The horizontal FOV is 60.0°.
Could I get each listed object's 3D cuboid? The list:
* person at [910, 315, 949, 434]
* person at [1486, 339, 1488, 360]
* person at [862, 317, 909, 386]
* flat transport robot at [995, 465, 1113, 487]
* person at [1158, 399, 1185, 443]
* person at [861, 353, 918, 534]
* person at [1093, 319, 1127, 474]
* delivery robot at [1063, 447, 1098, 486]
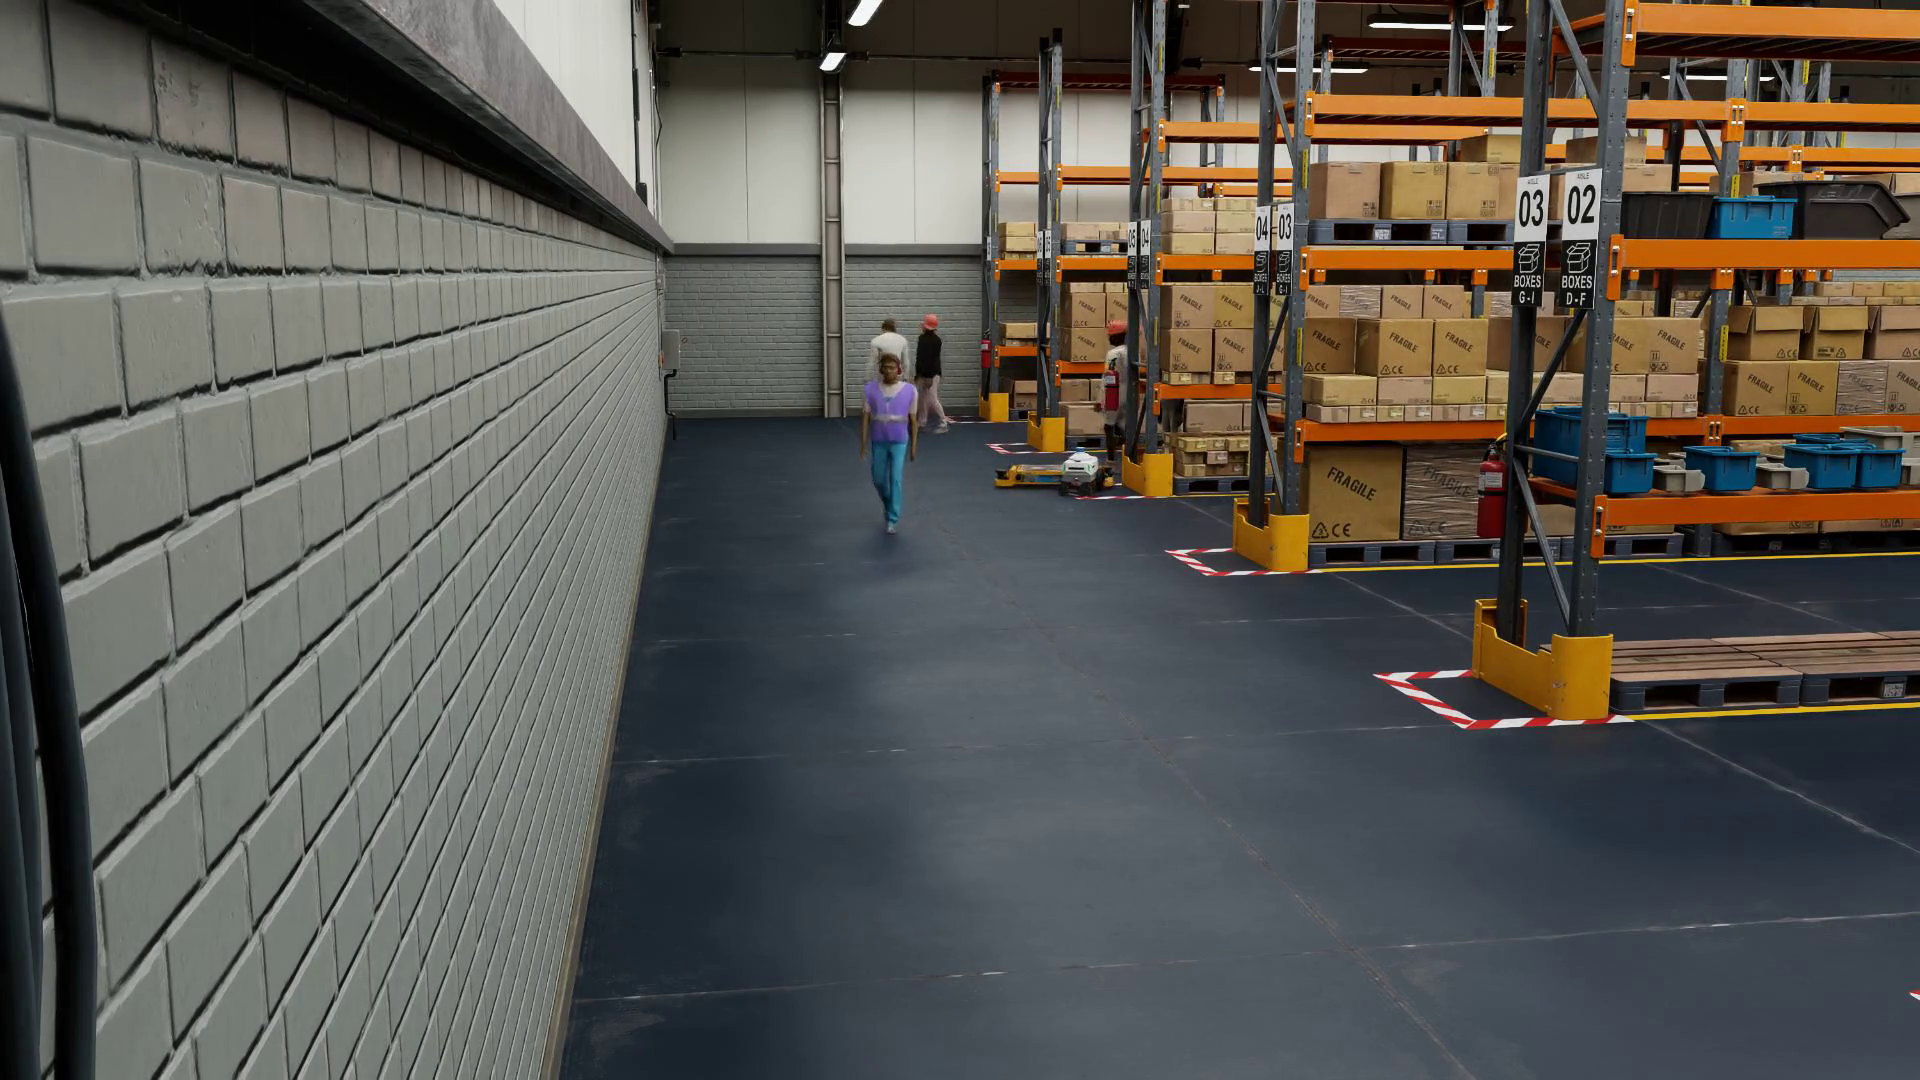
[{"bbox_3d":[-0.497,-2.695,27.094,0.432,1.949,0.711,-5,11,-29],"label":"person"},{"bbox_3d":[5.918,-1.287,18.482,0.998,1.914,0.617,1,9,8],"label":"person"},{"bbox_3d":[-1.218,-2.601,26.597,0.691,1.914,0.579,-8,12,-39],"label":"person"},{"bbox_3d":[1.163,-0.794,20.489,1.431,0.197,0.652,1,9,3],"label":"flat transport robot"},{"bbox_3d":[2.608,-1.611,20.655,0.333,1.860,0.509,-4,10,-25],"label":"person"},{"bbox_3d":[-0.710,-1.002,16.977,0.578,1.830,0.695,1,9,7],"label":"person"},{"bbox_3d":[2.043,-1.848,21.582,0.568,2.023,0.623,5,11,29],"label":"person"},{"bbox_3d":[1.428,-0.859,19.724,0.477,0.478,0.707,2,9,12],"label":"delivery robot"}]
